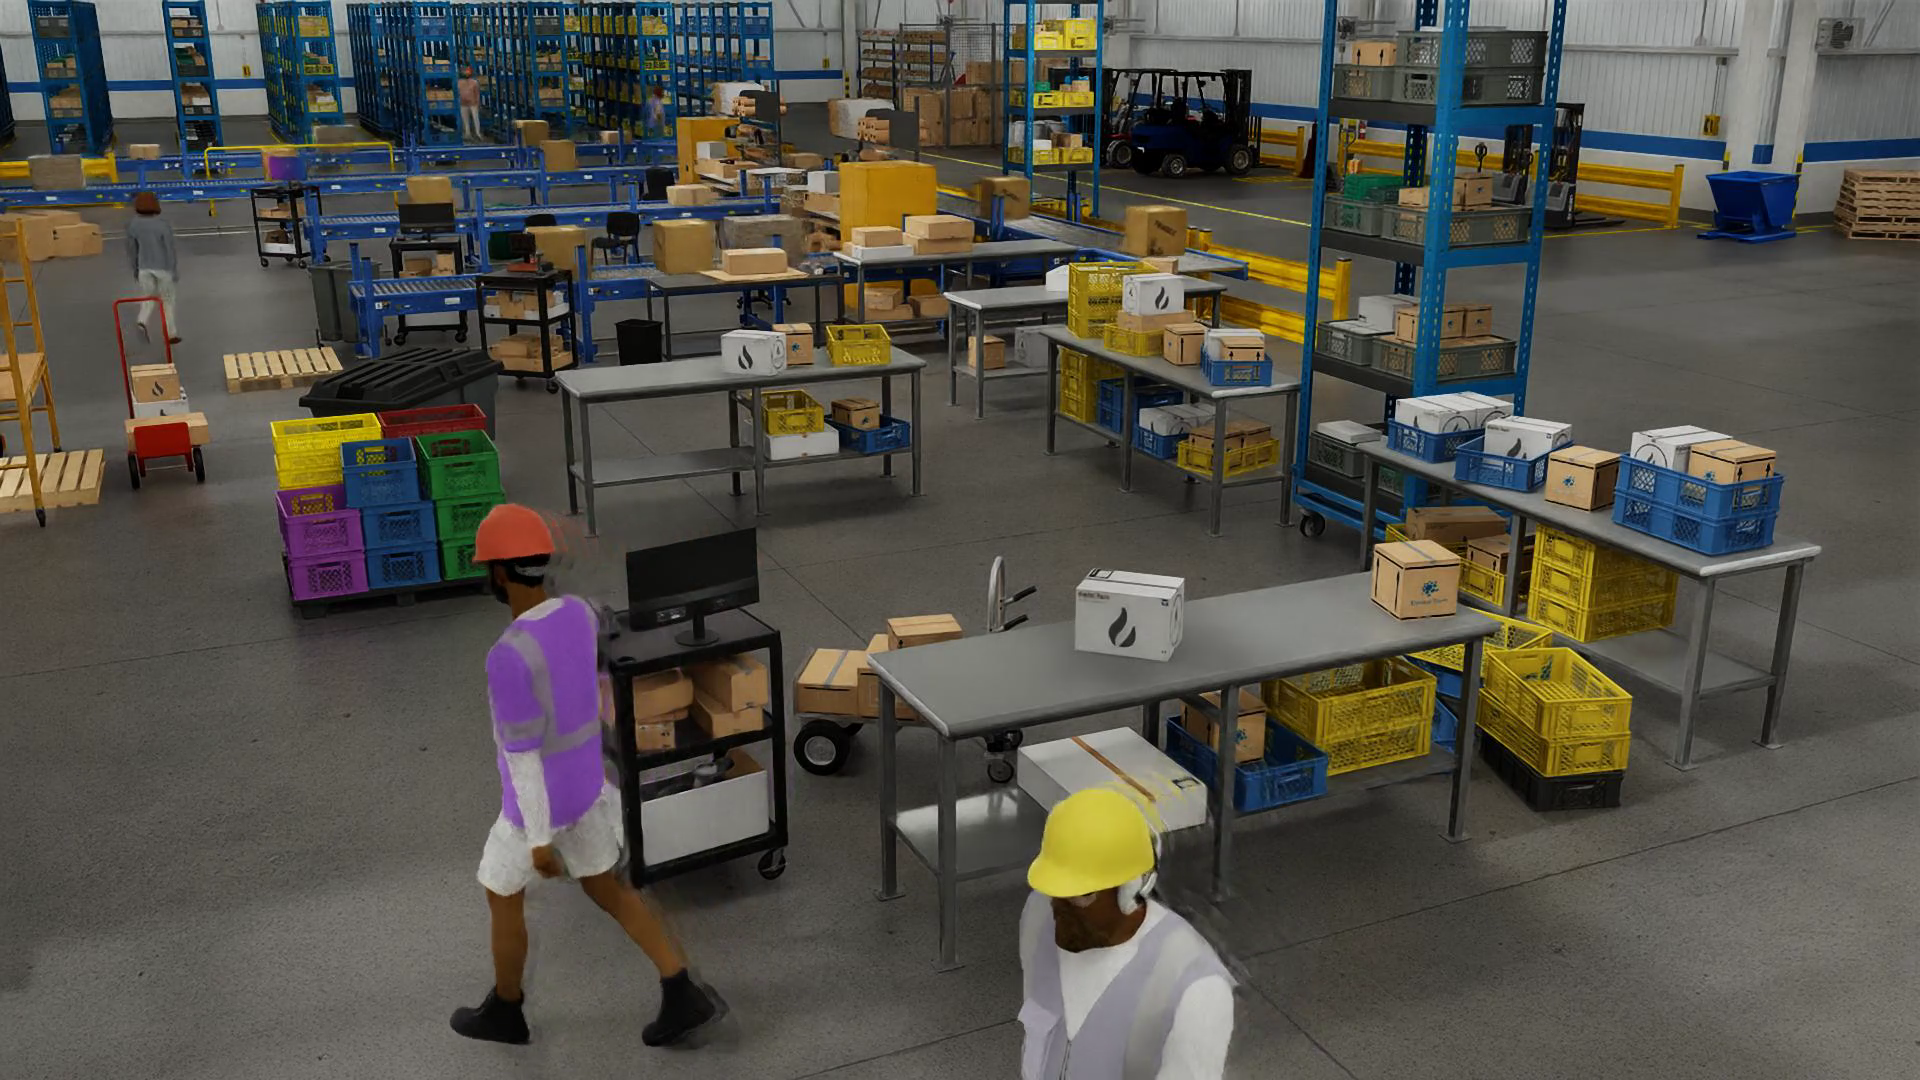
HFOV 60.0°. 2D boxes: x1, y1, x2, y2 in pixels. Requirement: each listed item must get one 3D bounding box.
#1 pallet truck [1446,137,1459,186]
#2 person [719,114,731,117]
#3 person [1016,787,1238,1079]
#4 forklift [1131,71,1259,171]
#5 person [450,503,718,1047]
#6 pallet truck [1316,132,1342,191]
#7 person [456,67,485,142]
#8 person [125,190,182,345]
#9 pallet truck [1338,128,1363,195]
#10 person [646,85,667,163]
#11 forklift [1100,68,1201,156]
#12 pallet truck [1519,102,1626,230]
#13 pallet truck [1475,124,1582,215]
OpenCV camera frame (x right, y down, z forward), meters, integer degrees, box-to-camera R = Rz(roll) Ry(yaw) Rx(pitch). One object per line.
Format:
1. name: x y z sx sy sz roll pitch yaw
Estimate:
1. pallet truck: 9.184 -6.485 29.328 1.630 1.274 0.653 -8 19 -23
2. person: -4.944 -8.763 35.792 0.846 1.725 0.553 -4 18 -14
3. person: 0.278 1.402 3.683 0.615 1.797 0.832 16 24 42
4. forklift: 4.998 -8.936 35.413 2.680 1.987 1.157 -9 20 -25
5. person: -1.264 0.811 5.398 0.899 1.894 0.540 7 19 22
6. pallet truck: 7.723 -7.504 32.656 1.601 1.201 0.680 -8 19 -23
7. person: -13.149 -11.670 44.600 0.716 1.959 0.392 0 18 -1
8. person: -8.331 -2.787 17.173 0.500 1.620 0.491 1 18 2
9. pallet truck: 7.845 -7.140 31.411 1.522 1.261 0.704 -9 20 -25
10. person: -6.621 -9.038 36.511 0.442 1.827 0.575 -3 18 -10
11. forklift: 4.082 -9.564 37.410 2.680 1.987 1.157 -8 19 -23
12. pallet truck: 9.972 -6.037 26.785 1.885 1.965 0.823 -9 20 -25
13. pallet truck: 9.707 -6.455 28.103 1.885 1.965 0.823 -7 19 -20
